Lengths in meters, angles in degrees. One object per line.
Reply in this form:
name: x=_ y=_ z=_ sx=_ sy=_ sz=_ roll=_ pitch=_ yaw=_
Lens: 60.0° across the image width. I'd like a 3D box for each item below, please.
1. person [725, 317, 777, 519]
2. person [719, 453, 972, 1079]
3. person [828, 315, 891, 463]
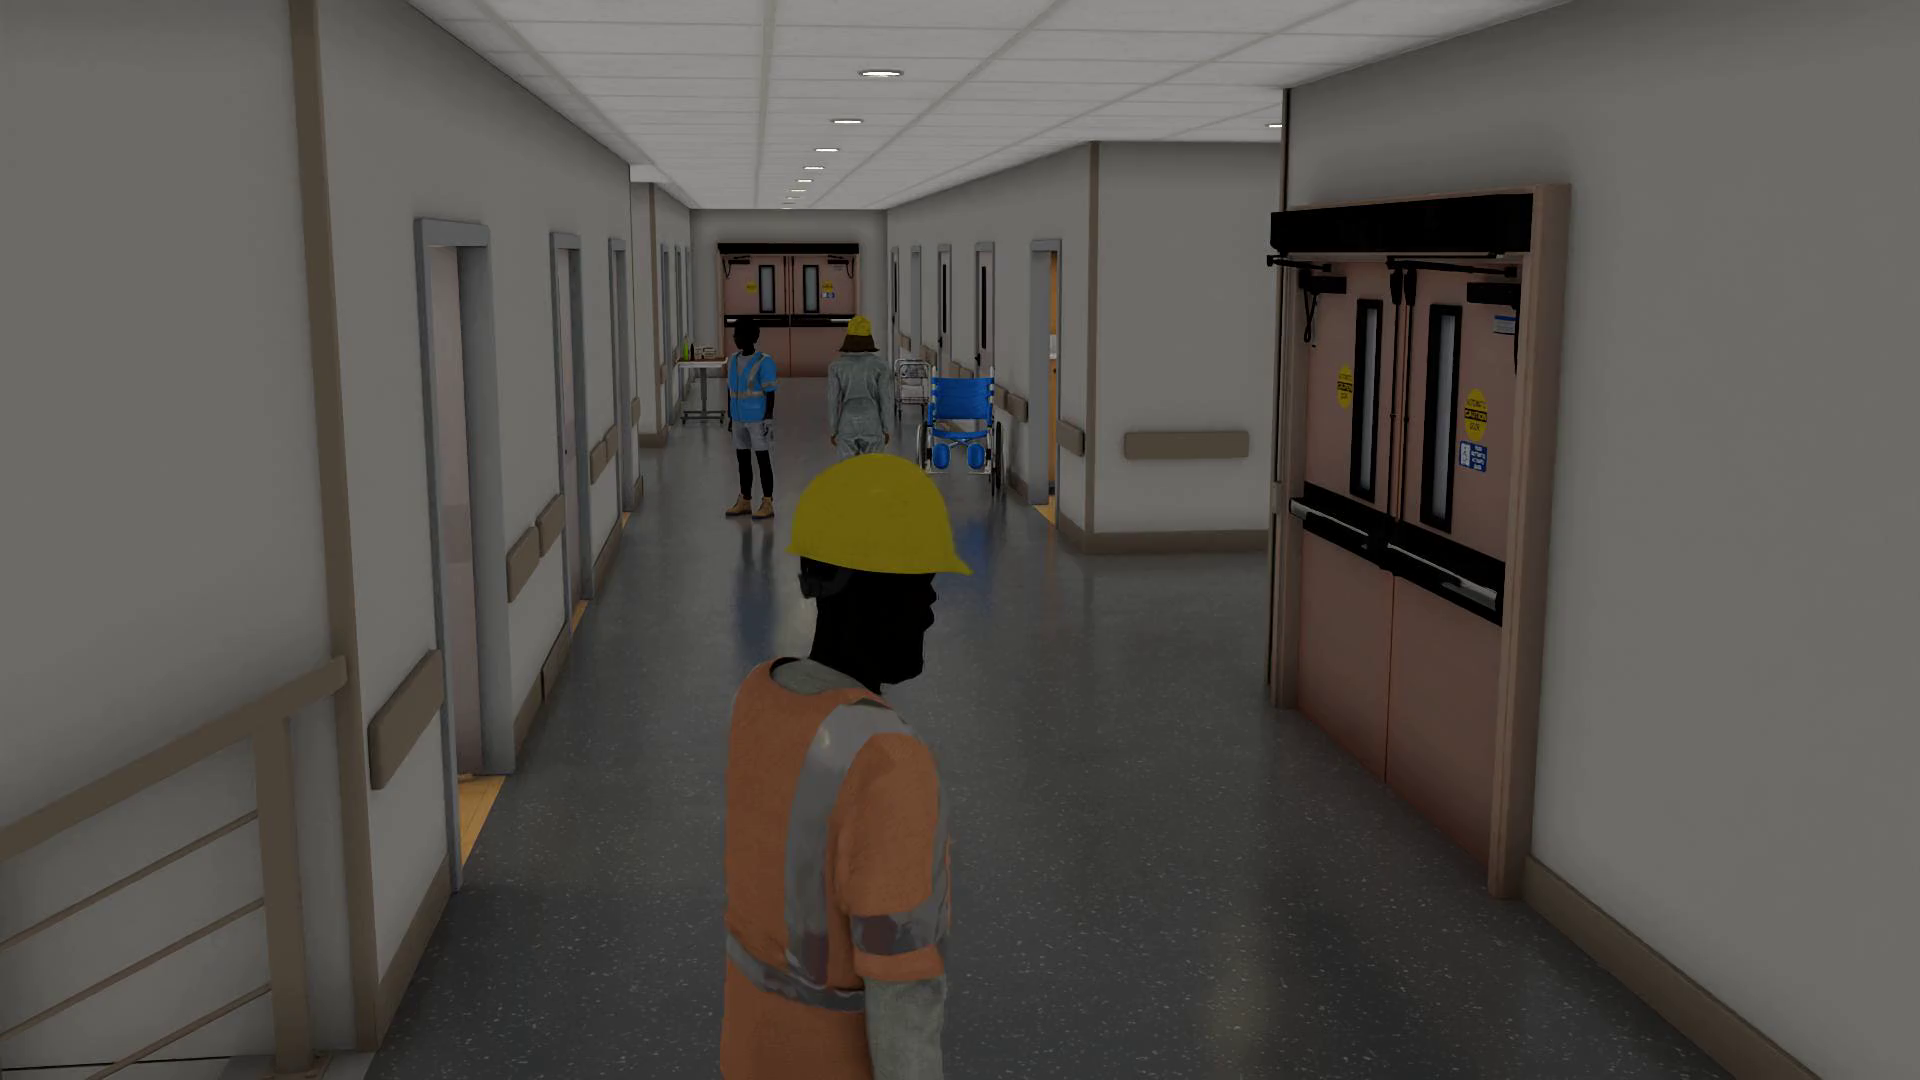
person: x=-1.765 y=-1.023 z=13.980 sx=0.539 sy=1.698 sz=0.318 roll=8 pitch=12 yaw=37
person: x=-0.163 y=0.822 z=2.608 sx=0.413 sy=1.917 sz=0.592 roll=-5 pitch=11 yaw=-27
person: x=-0.778 y=-0.871 z=12.972 sx=0.485 sy=1.744 sz=0.308 roll=1 pitch=10 yaw=3
